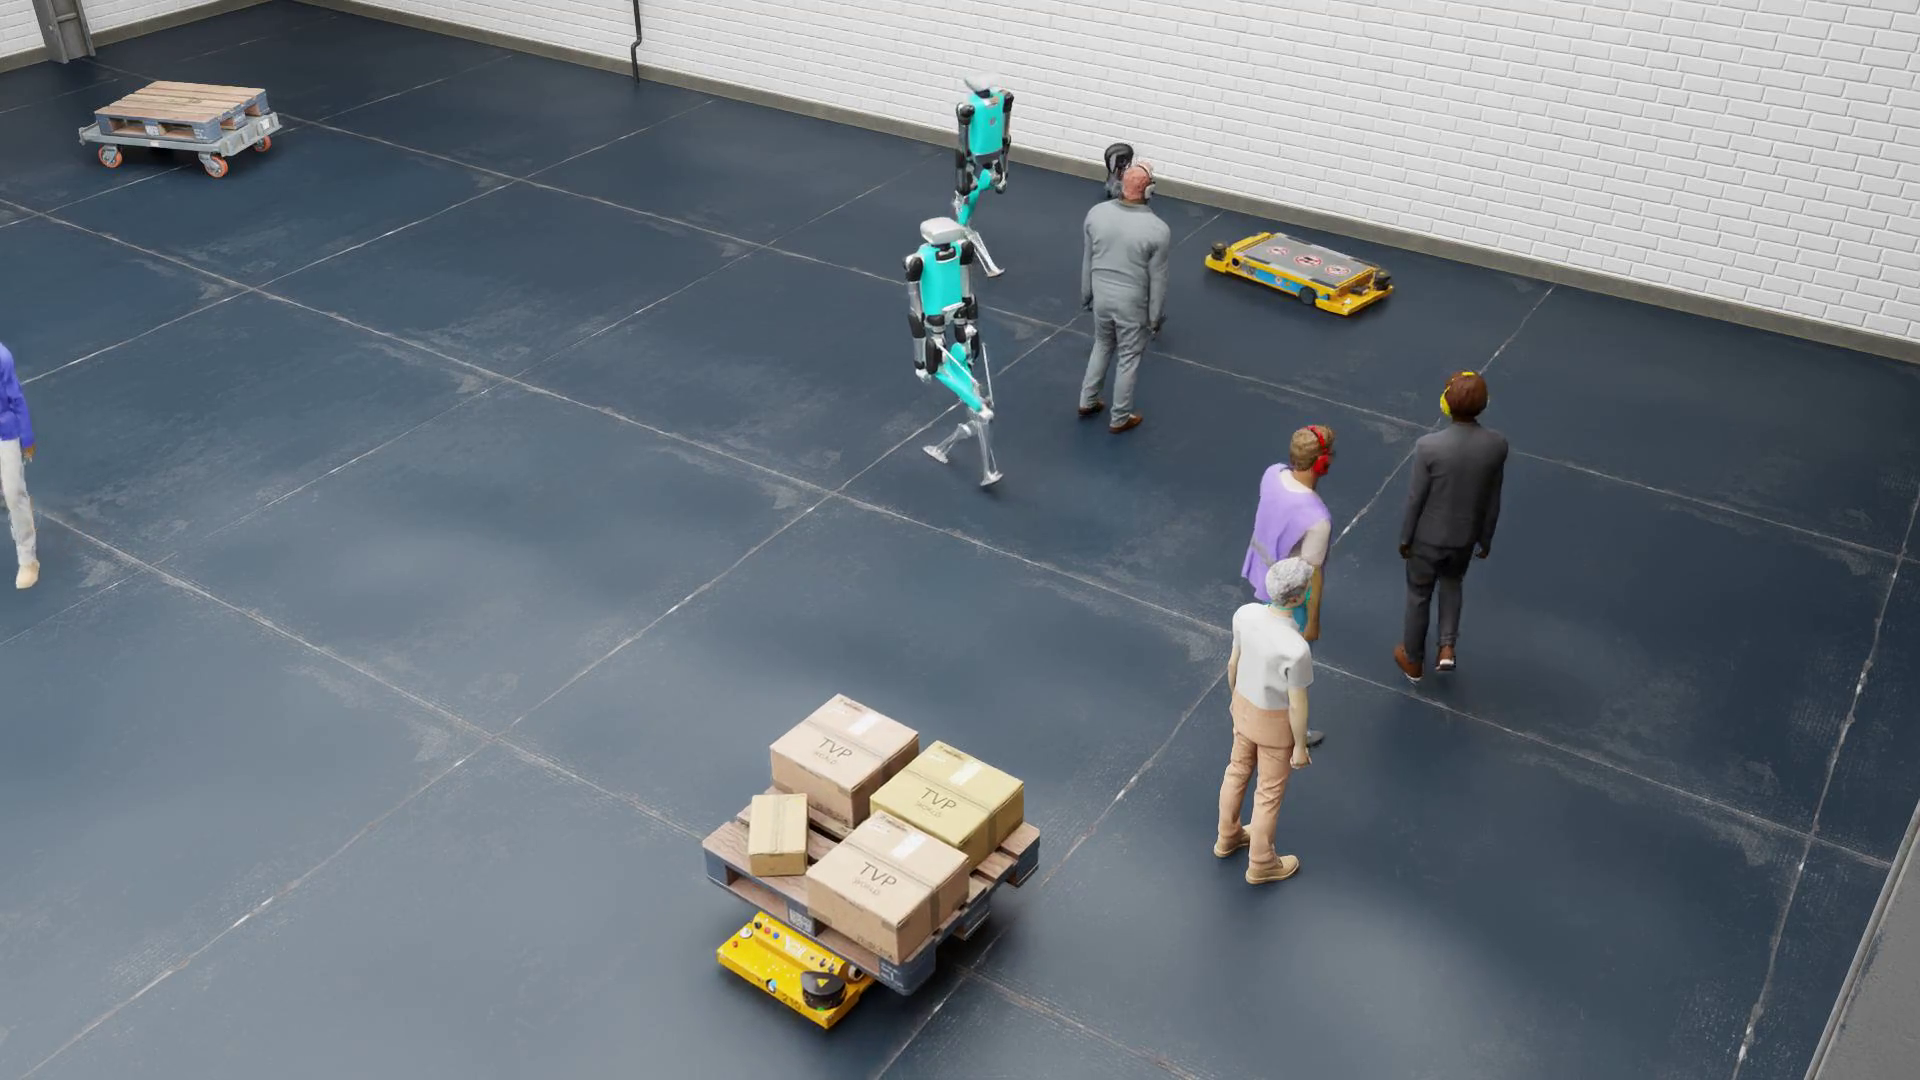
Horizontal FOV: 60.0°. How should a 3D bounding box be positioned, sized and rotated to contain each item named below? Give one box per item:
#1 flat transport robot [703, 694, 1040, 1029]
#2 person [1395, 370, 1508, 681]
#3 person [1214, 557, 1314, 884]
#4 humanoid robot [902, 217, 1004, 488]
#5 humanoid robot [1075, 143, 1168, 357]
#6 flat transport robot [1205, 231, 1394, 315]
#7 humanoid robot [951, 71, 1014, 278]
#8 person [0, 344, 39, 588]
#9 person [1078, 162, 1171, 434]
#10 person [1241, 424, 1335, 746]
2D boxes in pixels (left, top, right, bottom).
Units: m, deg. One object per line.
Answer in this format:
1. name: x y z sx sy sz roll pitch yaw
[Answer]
1. flat transport robot: -0.400 1.623 7.731 0.659 0.231 1.431 22 39 30
2. person: 2.581 -0.057 8.875 0.518 1.859 0.429 -2 33 -3
3. person: 1.413 0.819 7.613 0.306 1.745 0.495 -19 37 -26
4. humanoid robot: 0.095 -1.115 10.676 0.530 1.773 1.001 -24 40 -33
5. humanoid robot: 1.253 -2.164 12.361 0.747 1.623 0.608 -8 34 -13
6. flat transport robot: 2.793 -2.227 13.721 0.659 0.231 1.431 -28 42 -36
7. humanoid robot: 0.085 -2.985 13.537 0.554 1.737 1.013 -23 39 -32
8. person: -5.682 -0.630 9.779 0.491 1.848 0.581 -9 34 -13
9. person: 1.117 -1.631 11.315 0.652 1.880 0.430 20 38 28
10. person: 1.667 0.255 8.414 0.445 1.837 0.587 -9 34 -14
